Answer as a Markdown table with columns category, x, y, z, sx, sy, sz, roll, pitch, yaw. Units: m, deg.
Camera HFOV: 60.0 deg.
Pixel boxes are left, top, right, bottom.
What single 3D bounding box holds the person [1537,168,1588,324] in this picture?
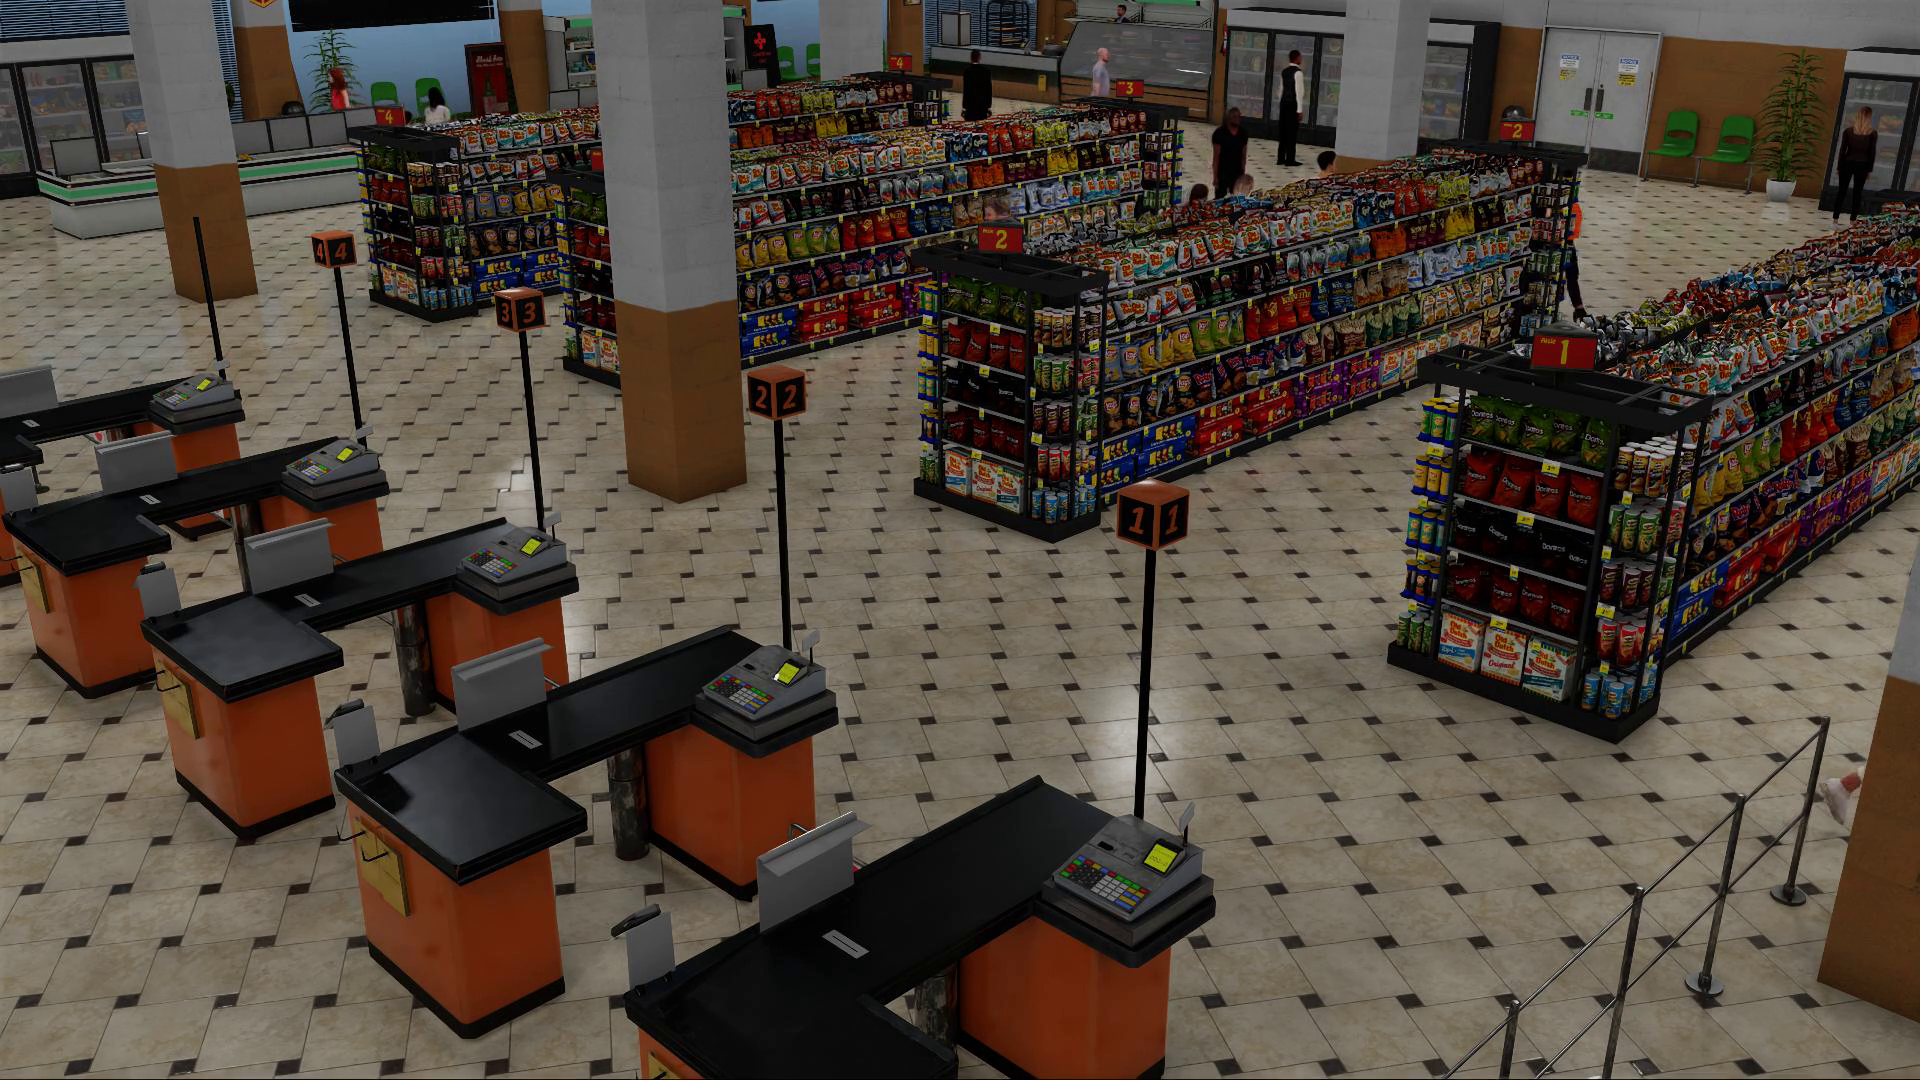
| category | x | y | z | sx | sy | sz | roll | pitch | yaw |
| --- | --- | --- | --- | --- | --- | --- | --- | --- | --- |
| person | 6.514 | -3.215 | 18.312 | 0.803 | 1.696 | 1.079 | 15 | 26 | 33 |

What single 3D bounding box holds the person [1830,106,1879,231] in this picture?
| category | x | y | z | sx | sy | sz | roll | pitch | yaw |
| --- | --- | --- | --- | --- | --- | --- | --- | --- | --- |
| person | 12.456 | -5.165 | 23.171 | 0.633 | 1.692 | 0.542 | 15 | 26 | 33 |

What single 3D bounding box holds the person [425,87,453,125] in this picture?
| category | x | y | z | sx | sy | sz | roll | pitch | yaw |
| --- | --- | --- | --- | --- | --- | --- | --- | --- | --- |
| person | -8.074 | -6.143 | 25.737 | 1.018 | 1.595 | 1.175 | 4 | 22 | 11 |

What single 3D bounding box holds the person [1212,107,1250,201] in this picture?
| category | x | y | z | sx | sy | sz | roll | pitch | yaw |
| --- | --- | --- | --- | --- | --- | --- | --- | --- | --- |
| person | 3.559 | -4.901 | 22.379 | 1.008 | 1.794 | 1.026 | -3 | 22 | -8 |

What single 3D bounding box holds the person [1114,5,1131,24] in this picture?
| category | x | y | z | sx | sy | sz | roll | pitch | yaw |
| --- | --- | --- | --- | --- | --- | --- | --- | --- | --- |
| person | 3.719 | -11.424 | 38.512 | 0.566 | 1.868 | 0.610 | -20 | 30 | -41 |

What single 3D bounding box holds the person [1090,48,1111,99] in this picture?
| category | x | y | z | sx | sy | sz | roll | pitch | yaw |
| --- | --- | --- | --- | --- | --- | --- | --- | --- | --- |
| person | 2.399 | -7.819 | 29.615 | 1.013 | 1.812 | 0.952 | -1 | 22 | -2 |

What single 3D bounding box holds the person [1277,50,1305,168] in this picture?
| category | x | y | z | sx | sy | sz | roll | pitch | yaw |
| --- | --- | --- | --- | --- | --- | --- | --- | --- | --- |
| person | 5.625 | -7.362 | 28.336 | 0.701 | 1.918 | 0.756 | -11 | 24 | -26 |

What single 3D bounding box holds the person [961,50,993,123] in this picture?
| category | x | y | z | sx | sy | sz | roll | pitch | yaw |
| --- | --- | --- | --- | --- | --- | --- | --- | --- | --- |
| person | 0.275 | -7.414 | 28.486 | 0.723 | 1.904 | 0.861 | -7 | 23 | -16 |

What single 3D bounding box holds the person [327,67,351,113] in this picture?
| category | x | y | z | sx | sy | sz | roll | pitch | yaw |
| --- | --- | --- | --- | --- | --- | --- | --- | --- | --- |
| person | -9.821 | -6.693 | 26.828 | 0.822 | 1.801 | 0.746 | -11 | 24 | -25 |
